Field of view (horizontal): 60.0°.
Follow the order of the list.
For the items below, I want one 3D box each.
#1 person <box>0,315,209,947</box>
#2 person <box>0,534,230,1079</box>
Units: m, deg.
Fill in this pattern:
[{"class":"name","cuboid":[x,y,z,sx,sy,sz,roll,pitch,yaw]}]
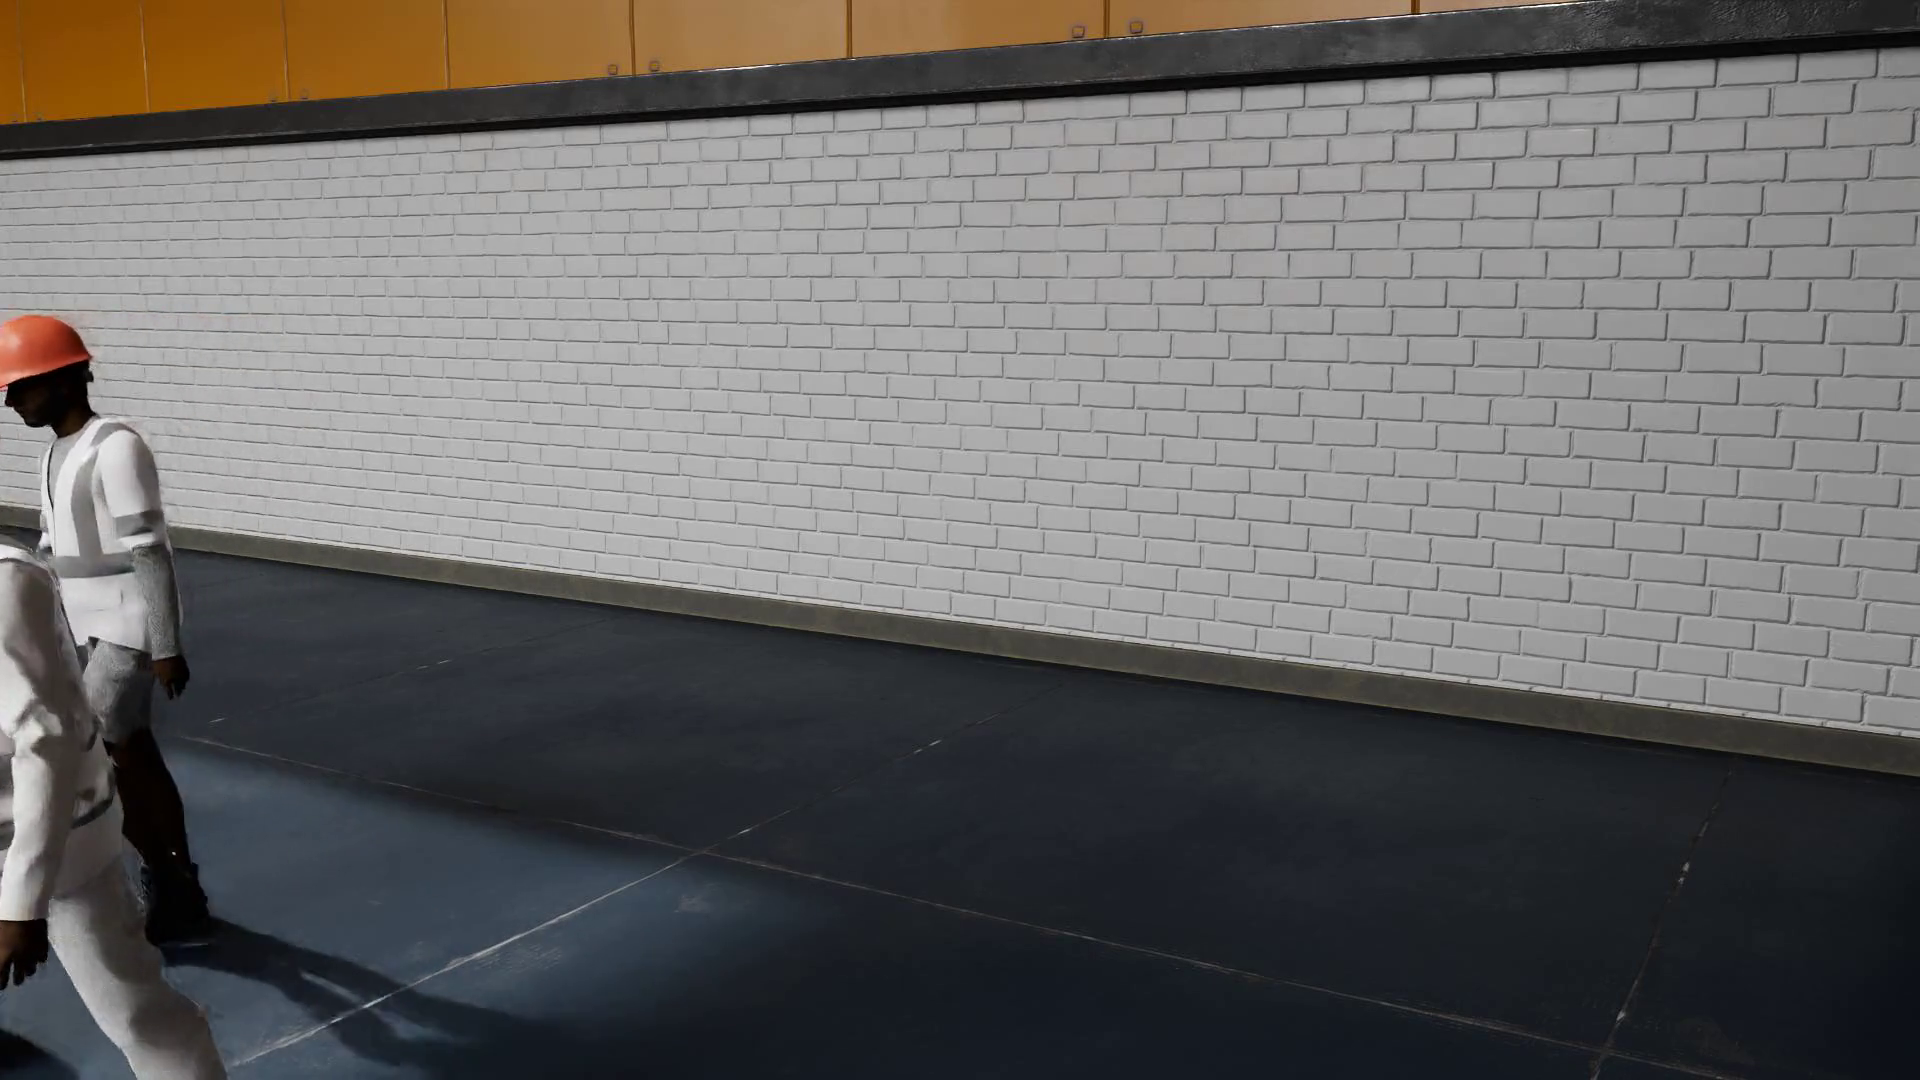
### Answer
[{"class":"person","cuboid":[-2.559,0.283,4.980,0.513,1.901,0.577,-9,12,-43]},{"class":"person","cuboid":[-1.818,0.617,3.147,0.641,1.825,0.847,6,11,33]}]
